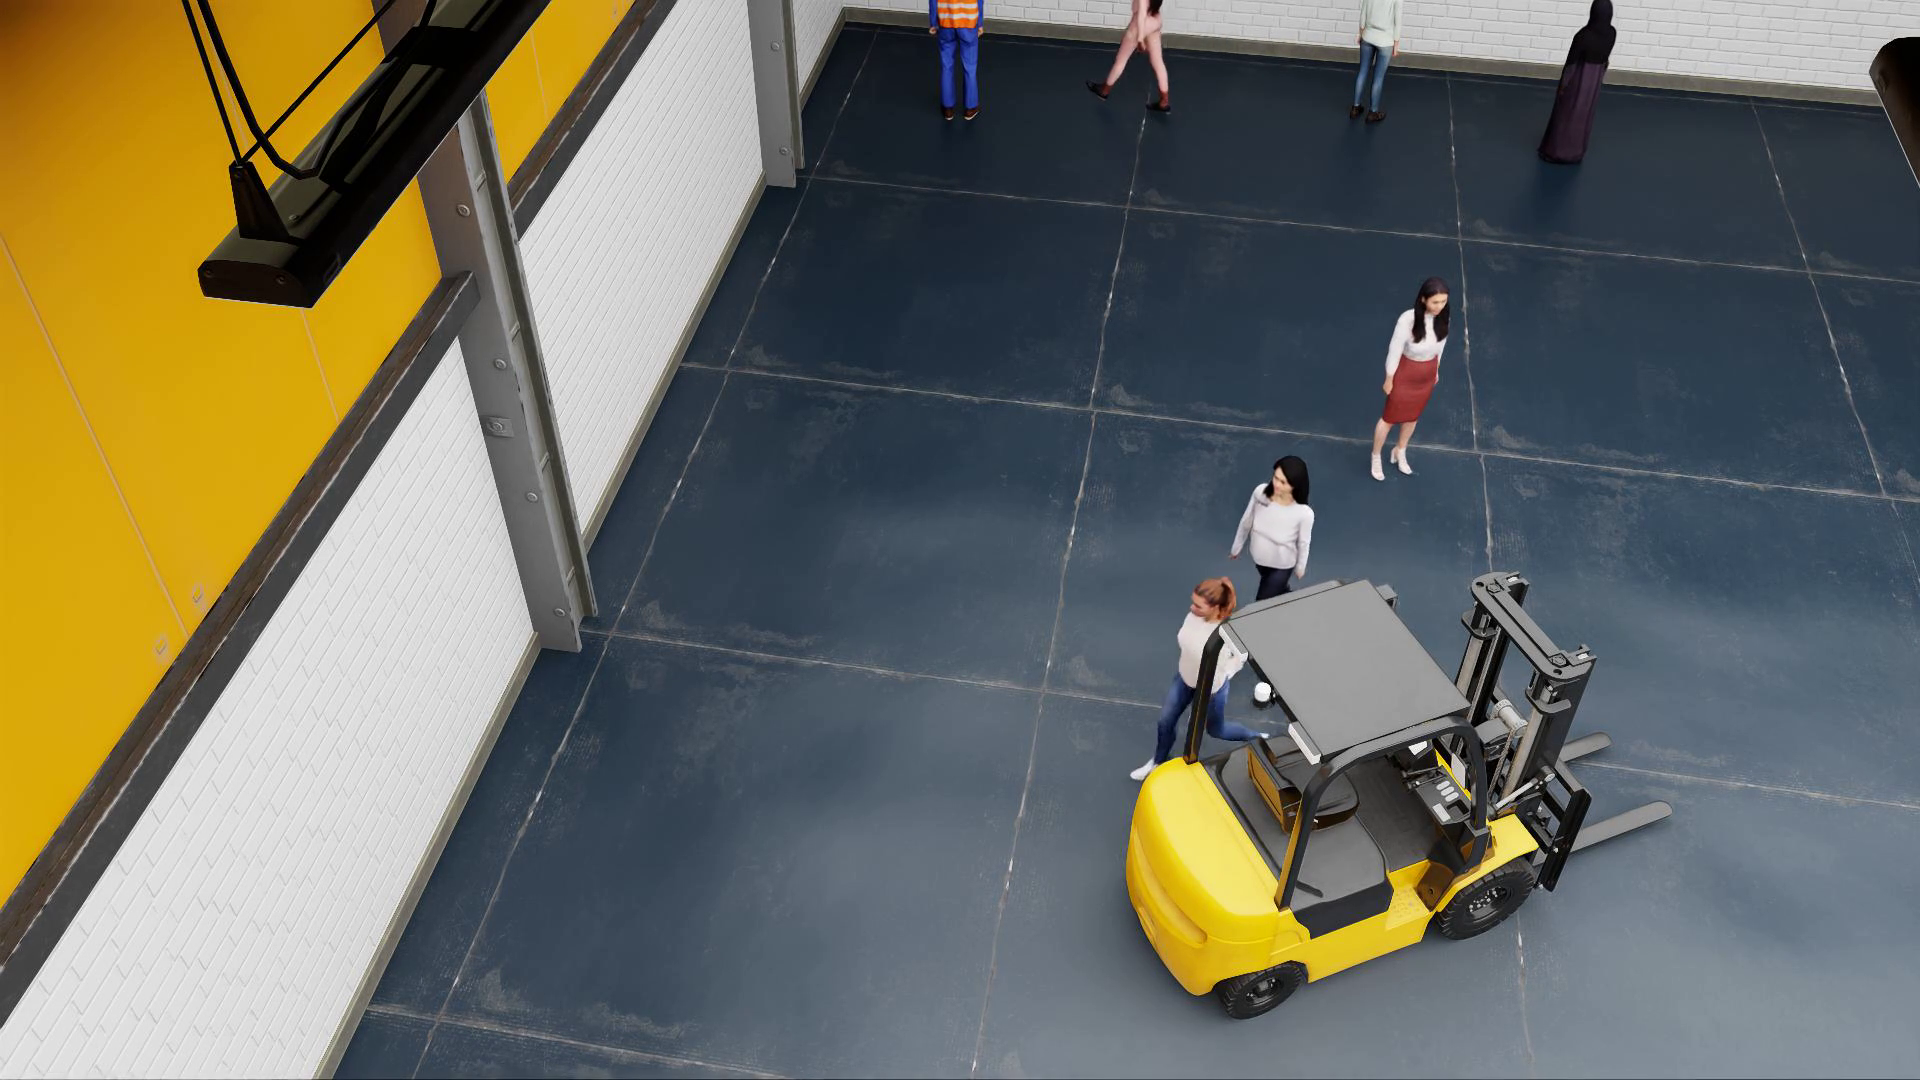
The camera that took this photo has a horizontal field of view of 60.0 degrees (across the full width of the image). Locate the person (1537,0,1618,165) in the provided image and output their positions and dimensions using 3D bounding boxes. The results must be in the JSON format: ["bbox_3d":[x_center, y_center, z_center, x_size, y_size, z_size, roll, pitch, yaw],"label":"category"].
[{"bbox_3d":[5.774,-4.267,15.436,0.692,1.616,0.720,-10,44,-10],"label":"person"}]

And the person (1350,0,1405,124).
[{"bbox_3d":[4.025,-4.822,15.998,0.643,1.644,0.638,29,51,27],"label":"person"}]

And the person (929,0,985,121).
[{"bbox_3d":[-0.025,-4.929,15.953,0.694,1.861,0.606,5,44,5],"label":"person"}]

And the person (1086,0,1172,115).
[{"bbox_3d":[1.858,-4.897,16.056,0.992,1.672,1.153,24,49,23],"label":"person"}]

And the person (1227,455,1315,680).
[{"bbox_3d":[2.092,0.085,10.842,1.213,1.652,1.055,-34,53,-30],"label":"person"}]

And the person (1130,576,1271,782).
[{"bbox_3d":[1.544,0.860,9.999,1.046,1.691,1.129,-16,46,-16],"label":"person"}]

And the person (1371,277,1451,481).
[{"bbox_3d":[3.286,-1.167,12.085,0.678,1.750,0.671,-13,45,-13],"label":"person"}]
